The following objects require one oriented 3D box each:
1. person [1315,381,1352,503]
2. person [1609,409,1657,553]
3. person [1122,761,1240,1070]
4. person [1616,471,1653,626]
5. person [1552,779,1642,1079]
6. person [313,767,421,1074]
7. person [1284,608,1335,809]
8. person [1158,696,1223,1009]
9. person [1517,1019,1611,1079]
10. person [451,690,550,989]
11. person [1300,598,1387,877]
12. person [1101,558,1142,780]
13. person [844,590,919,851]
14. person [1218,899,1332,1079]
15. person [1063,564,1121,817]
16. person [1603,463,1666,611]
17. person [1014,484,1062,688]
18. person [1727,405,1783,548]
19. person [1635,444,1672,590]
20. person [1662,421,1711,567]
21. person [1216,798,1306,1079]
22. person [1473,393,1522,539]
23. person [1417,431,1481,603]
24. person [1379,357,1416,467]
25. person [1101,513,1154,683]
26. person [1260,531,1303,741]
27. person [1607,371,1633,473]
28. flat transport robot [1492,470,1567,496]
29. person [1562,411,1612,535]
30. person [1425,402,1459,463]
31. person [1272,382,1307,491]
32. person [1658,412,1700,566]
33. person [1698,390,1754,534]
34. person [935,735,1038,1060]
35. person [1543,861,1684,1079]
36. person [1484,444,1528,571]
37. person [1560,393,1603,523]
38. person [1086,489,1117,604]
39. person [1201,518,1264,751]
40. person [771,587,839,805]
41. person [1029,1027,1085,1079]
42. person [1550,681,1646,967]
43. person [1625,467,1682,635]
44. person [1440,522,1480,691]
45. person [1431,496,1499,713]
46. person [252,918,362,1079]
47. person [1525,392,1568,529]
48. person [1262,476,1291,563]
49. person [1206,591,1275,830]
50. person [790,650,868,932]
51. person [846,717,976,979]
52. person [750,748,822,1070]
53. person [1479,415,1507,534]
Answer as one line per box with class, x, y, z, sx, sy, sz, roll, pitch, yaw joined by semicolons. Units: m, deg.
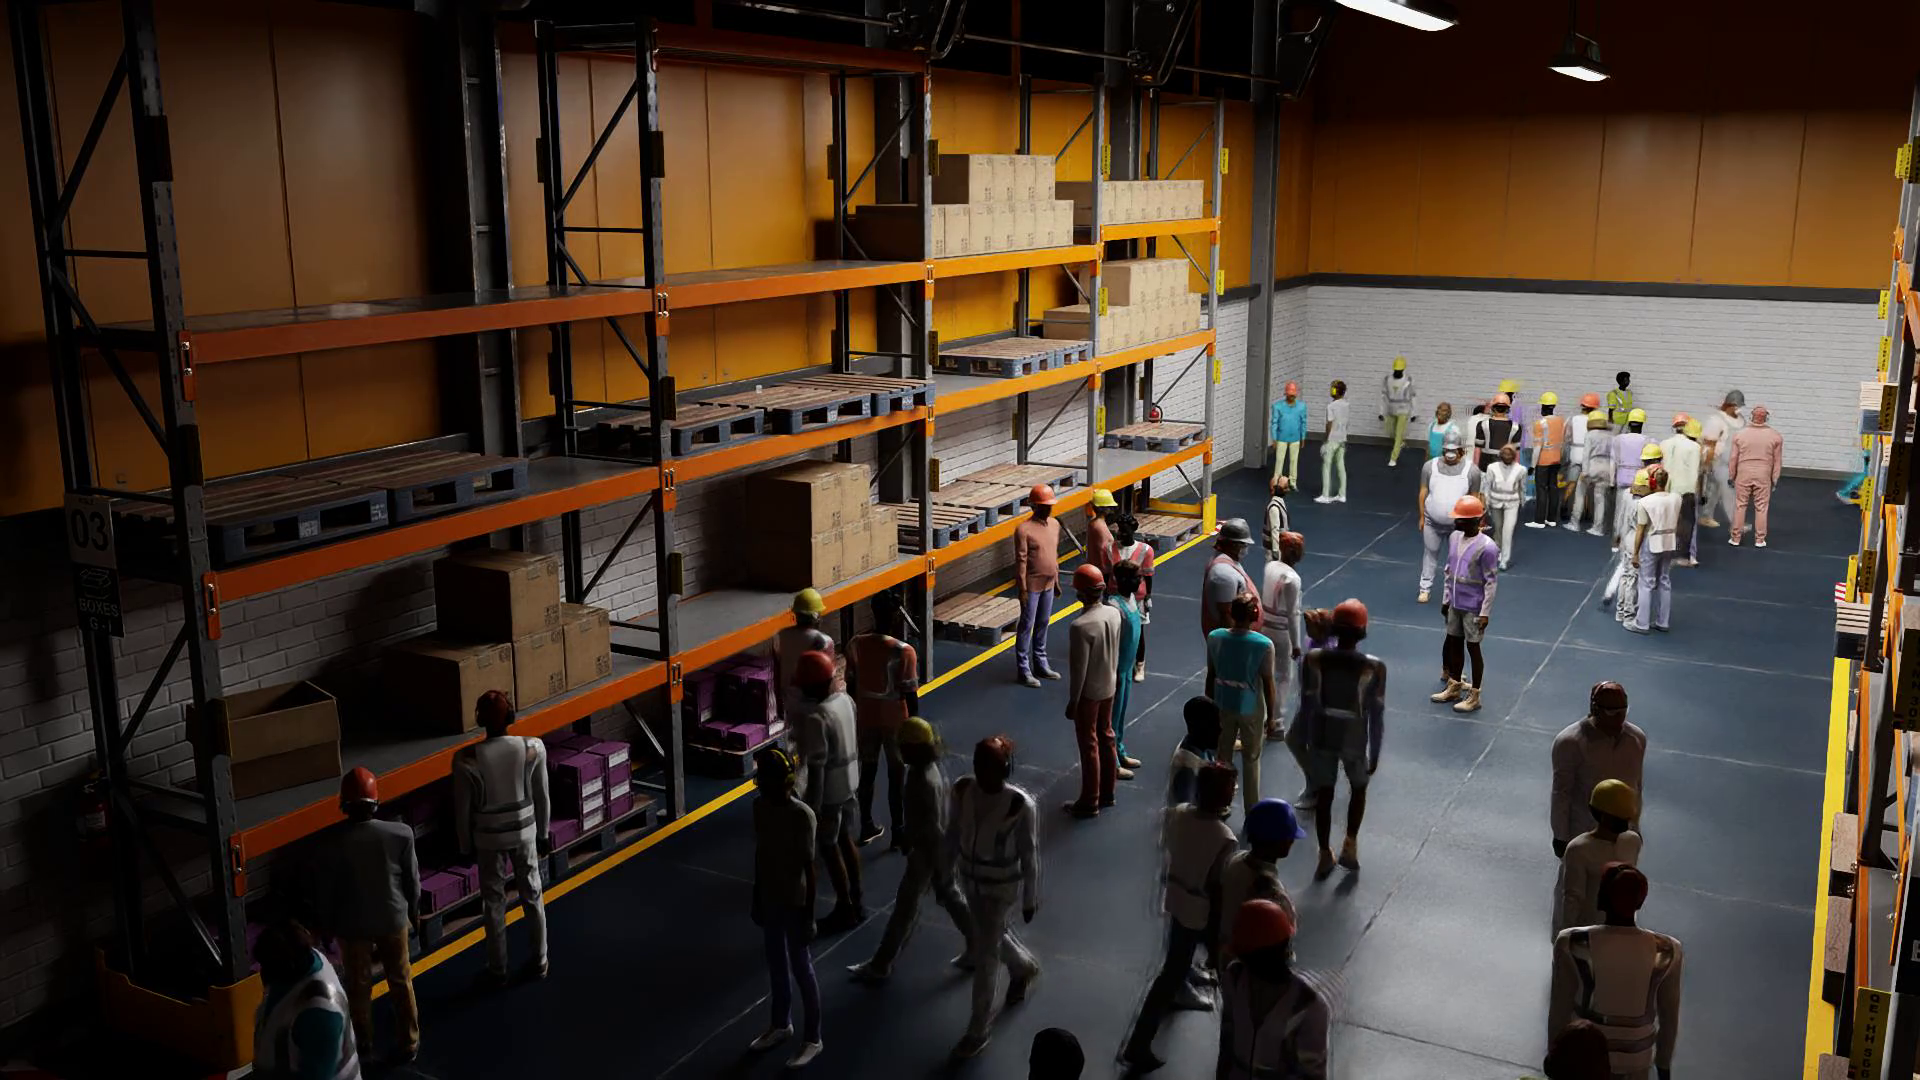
person;5.676;-1.468;25.165;0.620;1.844;0.411;-8;15;-31
person;8.796;-0.761;21.773;0.587;1.928;0.362;8;15;33
person;1.337;2.097;9.265;0.952;1.807;0.562;-7;14;-29
person;7.503;0.090;18.377;0.302;1.743;0.494;1;13;4
person;3.507;2.148;9.113;0.525;1.769;0.309;-6;14;-25
person;-3.296;2.112;9.296;0.561;1.753;0.327;-7;14;-27
person;2.793;1.324;13.099;0.372;1.626;0.548;-3;13;-13
person;1.397;1.858;10.066;0.377;1.917;0.600;3;13;13
person;2.483;2.733;6.814;0.501;1.628;0.269;10;16;38
person;-2.807;1.837;10.243;0.575;1.882;0.360;-6;14;-25
person;2.708;1.413;11.837;0.606;2.025;0.461;5;14;23
person;1.348;1.054;13.833;0.350;1.847;0.506;5;14;22
person;-0.562;1.329;12.334;0.611;1.961;0.364;7;14;29
person;1.358;2.491;7.284;0.616;1.900;0.674;11;17;41
person;1.018;1.167;12.995;0.392;1.990;0.614;10;16;37
person;7.736;-0.028;18.967;0.628;1.715;0.582;-9;15;-35
person;0.773;0.431;16.279;0.381;1.996;0.608;11;17;41
person;10.590;-0.844;22.194;0.644;1.908;0.408;5;14;22
person;8.286;-0.284;20.026;0.330;1.760;0.519;-7;14;-27
person;9.245;-0.610;21.251;0.616;1.866;0.830;2;13;9
person;1.504;2.221;8.373;0.404;1.945;0.616;-3;13;-11
person;7.261;-0.981;22.546;0.610;2.029;0.407;2;13;9
person;5.646;-0.259;19.266;0.684;2.000;0.538;4;13;18
person;7.521;-2.228;28.444;0.611;1.887;0.844;9;15;35
person;1.643;0.564;16.380;0.537;1.694;0.320;4;13;18
person;2.829;0.839;14.741;0.371;1.876;0.574;-3;13;-13
person;10.965;-1.959;27.654;0.535;1.700;0.318;-7;14;-27
flat transport robot;8.853;-0.907;26.164;1.431;0.197;0.652;-9;16;-36
person;8.763;-0.940;23.098;0.540;1.685;0.726;-4;13;-18
person;6.694;-1.024;23.204;0.479;1.825;0.519;-9;16;-36
person;5.149;-1.607;25.996;0.553;1.737;0.371;0;13;-2
person;9.136;-0.644;21.211;0.567;1.944;0.652;-7;15;-30
person;10.720;-1.115;23.099;0.696;2.000;1.005;-7;15;-30
person;0.220;1.985;9.678;0.583;1.853;0.917;10;16;39
person;3.025;2.392;7.753;0.582;1.884;0.351;2;13;9
person;6.932;-0.449;21.143;0.494;1.591;0.880;6;14;24
person;8.846;-1.153;23.596;0.570;1.900;0.649;12;17;43
person;1.450;0.349;17.166;0.315;1.770;0.524;-2;13;-9
person;2.377;0.797;14.540;0.536;2.000;0.676;1;13;3
person;-1.221;1.272;12.946;0.599;1.813;0.698;8;15;31
person;0.371;2.721;6.201;0.588;1.920;0.391;-9;16;-36
person;3.981;1.798;10.362;0.642;1.908;0.407;-4;13;-15
person;7.542;0.125;18.022;0.564;1.835;0.382;-5;14;-21
person;4.881;0.605;16.174;0.316;1.695;0.540;1;13;5
person;4.693;0.588;15.476;0.383;2.039;0.614;-5;14;-23
person;-3.006;2.511;7.411;0.737;1.801;0.692;-8;15;-31
person;8.226;-1.116;23.359;0.584;1.928;0.373;-6;14;-27
person;3.536;0.087;18.624;0.308;1.639;0.524;3;13;12
person;2.136;1.303;12.706;0.563;1.849;0.390;8;15;33
person;-0.853;1.646;11.025;0.441;1.927;0.591;5;14;22
person;-0.226;1.906;10.359;0.922;1.693;0.506;-1;13;-6
person;-0.992;2.051;9.361;0.503;1.855;0.323;11;17;41
person;7.287;-0.868;22.644;0.519;1.755;0.359;0;13;2
